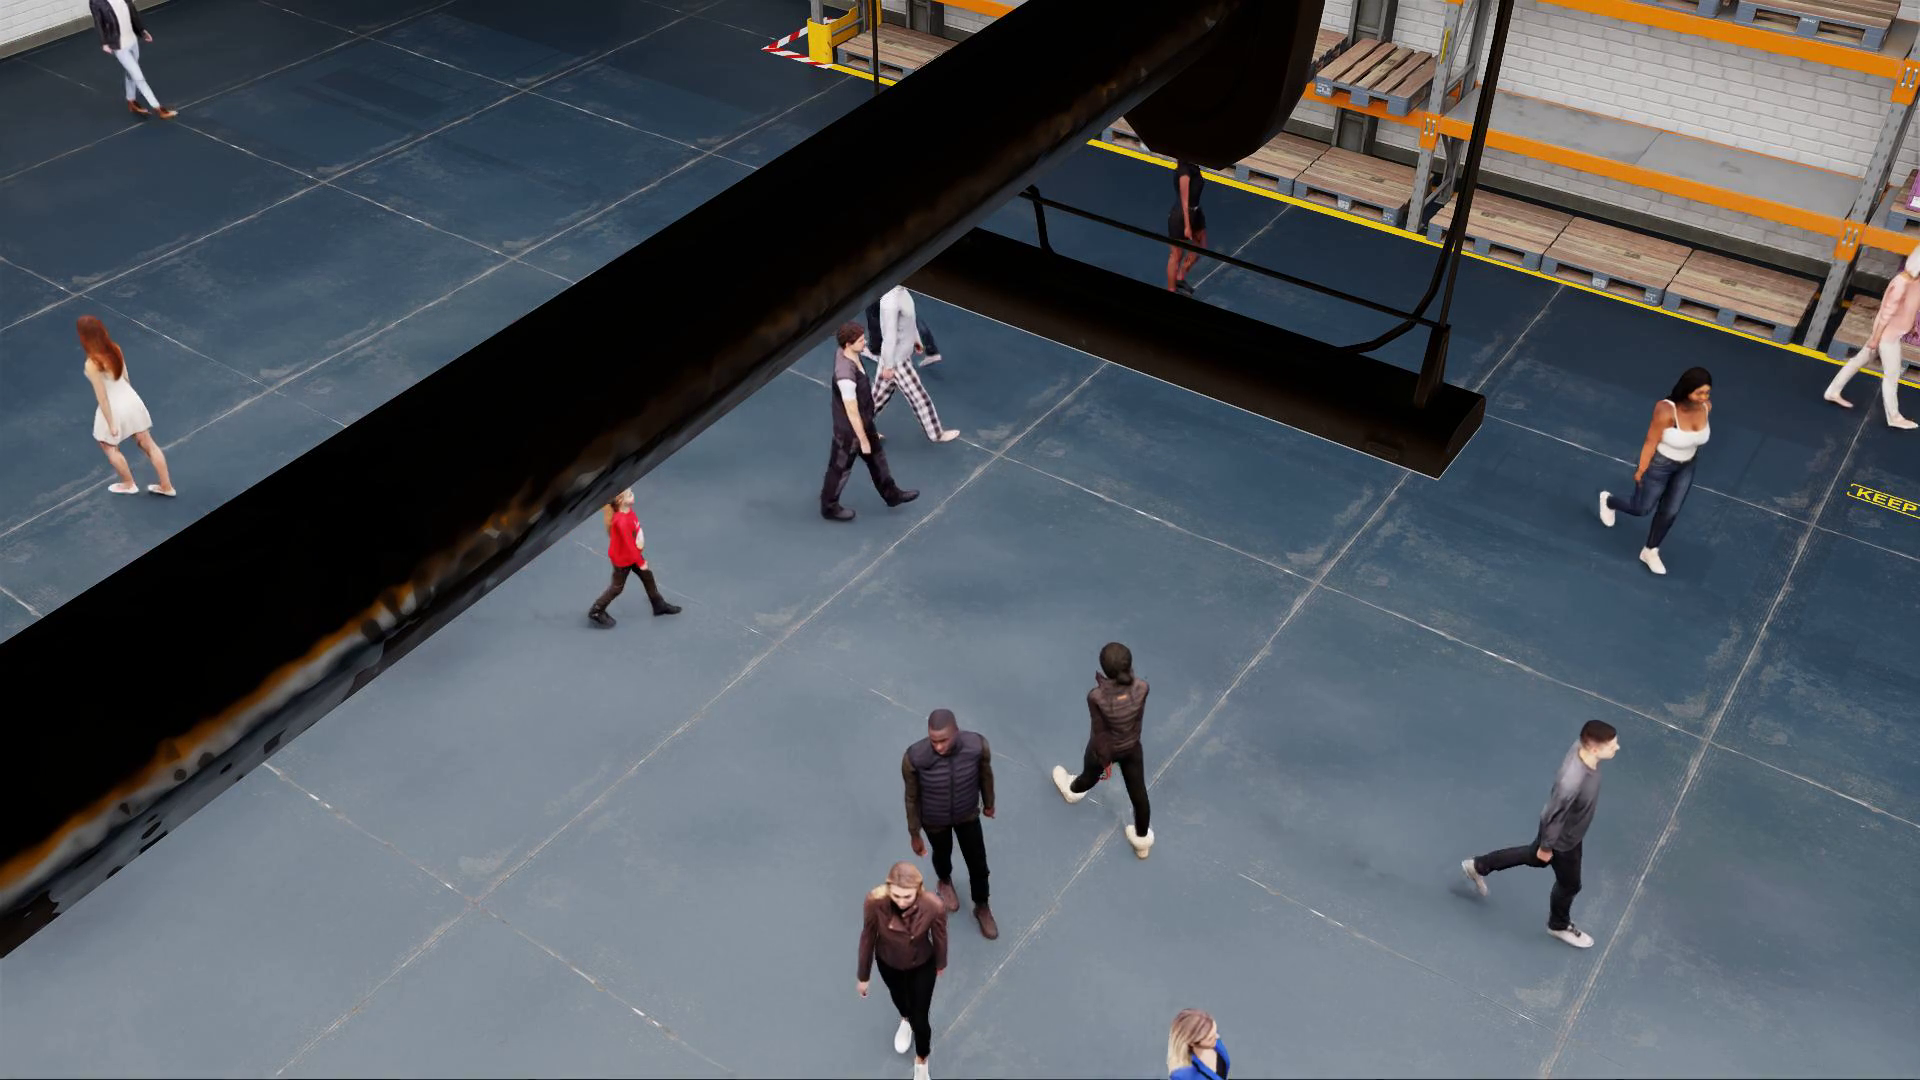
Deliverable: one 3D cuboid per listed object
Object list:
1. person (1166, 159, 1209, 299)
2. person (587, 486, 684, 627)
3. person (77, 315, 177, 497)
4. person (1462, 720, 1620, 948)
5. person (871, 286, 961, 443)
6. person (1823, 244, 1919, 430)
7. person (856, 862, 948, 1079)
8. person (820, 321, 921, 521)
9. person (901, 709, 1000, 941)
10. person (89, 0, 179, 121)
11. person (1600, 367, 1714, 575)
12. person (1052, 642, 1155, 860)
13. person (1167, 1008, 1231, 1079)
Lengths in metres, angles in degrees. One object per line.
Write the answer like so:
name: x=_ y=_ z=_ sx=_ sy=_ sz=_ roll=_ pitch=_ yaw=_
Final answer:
person: x=2.068 y=-3.058 z=15.876 sx=0.654 sy=1.730 sz=0.666 roll=14 pitch=41 yaw=17
person: x=-2.522 y=0.129 z=12.266 sx=0.968 sy=1.255 sz=0.847 roll=-1 pitch=39 yaw=-2
person: x=-6.666 y=-1.030 z=13.364 sx=0.853 sy=1.696 sz=0.714 roll=11 pitch=40 yaw=13
person: x=3.504 y=1.691 z=9.924 sx=1.126 sy=1.736 sz=0.714 roll=17 pitch=42 yaw=20
person: x=-0.610 y=-1.560 z=13.942 sx=1.240 sy=1.803 sz=1.028 roll=2 pitch=39 yaw=3
person: x=7.938 y=-1.826 z=14.369 sx=1.058 sy=1.685 sz=0.666 roll=27 pitch=46 yaw=30
person: x=-0.293 y=2.272 z=9.241 sx=0.817 sy=1.681 sz=0.846 roll=8 pitch=39 yaw=10
person: x=-0.950 y=-0.911 z=13.117 sx=1.165 sy=1.818 sz=1.016 roll=1 pitch=39 yaw=2
person: x=-0.099 y=1.587 z=9.998 sx=0.936 sy=1.807 sz=0.995 roll=-10 pitch=40 yaw=-12
person: x=-9.699 y=-5.731 z=19.164 sx=1.138 sy=1.803 sz=0.844 roll=12 pitch=40 yaw=15
person: x=5.365 y=-0.610 z=12.767 sx=1.014 sy=1.784 sz=1.104 roll=-9 pitch=40 yaw=-12
person: x=0.953 y=1.222 z=10.601 sx=0.983 sy=1.623 sz=1.149 roll=28 pitch=46 yaw=30
person: x=1.076 y=2.894 z=8.464 sx=1.080 sy=1.679 sz=0.865 roll=9 pitch=39 yaw=11
